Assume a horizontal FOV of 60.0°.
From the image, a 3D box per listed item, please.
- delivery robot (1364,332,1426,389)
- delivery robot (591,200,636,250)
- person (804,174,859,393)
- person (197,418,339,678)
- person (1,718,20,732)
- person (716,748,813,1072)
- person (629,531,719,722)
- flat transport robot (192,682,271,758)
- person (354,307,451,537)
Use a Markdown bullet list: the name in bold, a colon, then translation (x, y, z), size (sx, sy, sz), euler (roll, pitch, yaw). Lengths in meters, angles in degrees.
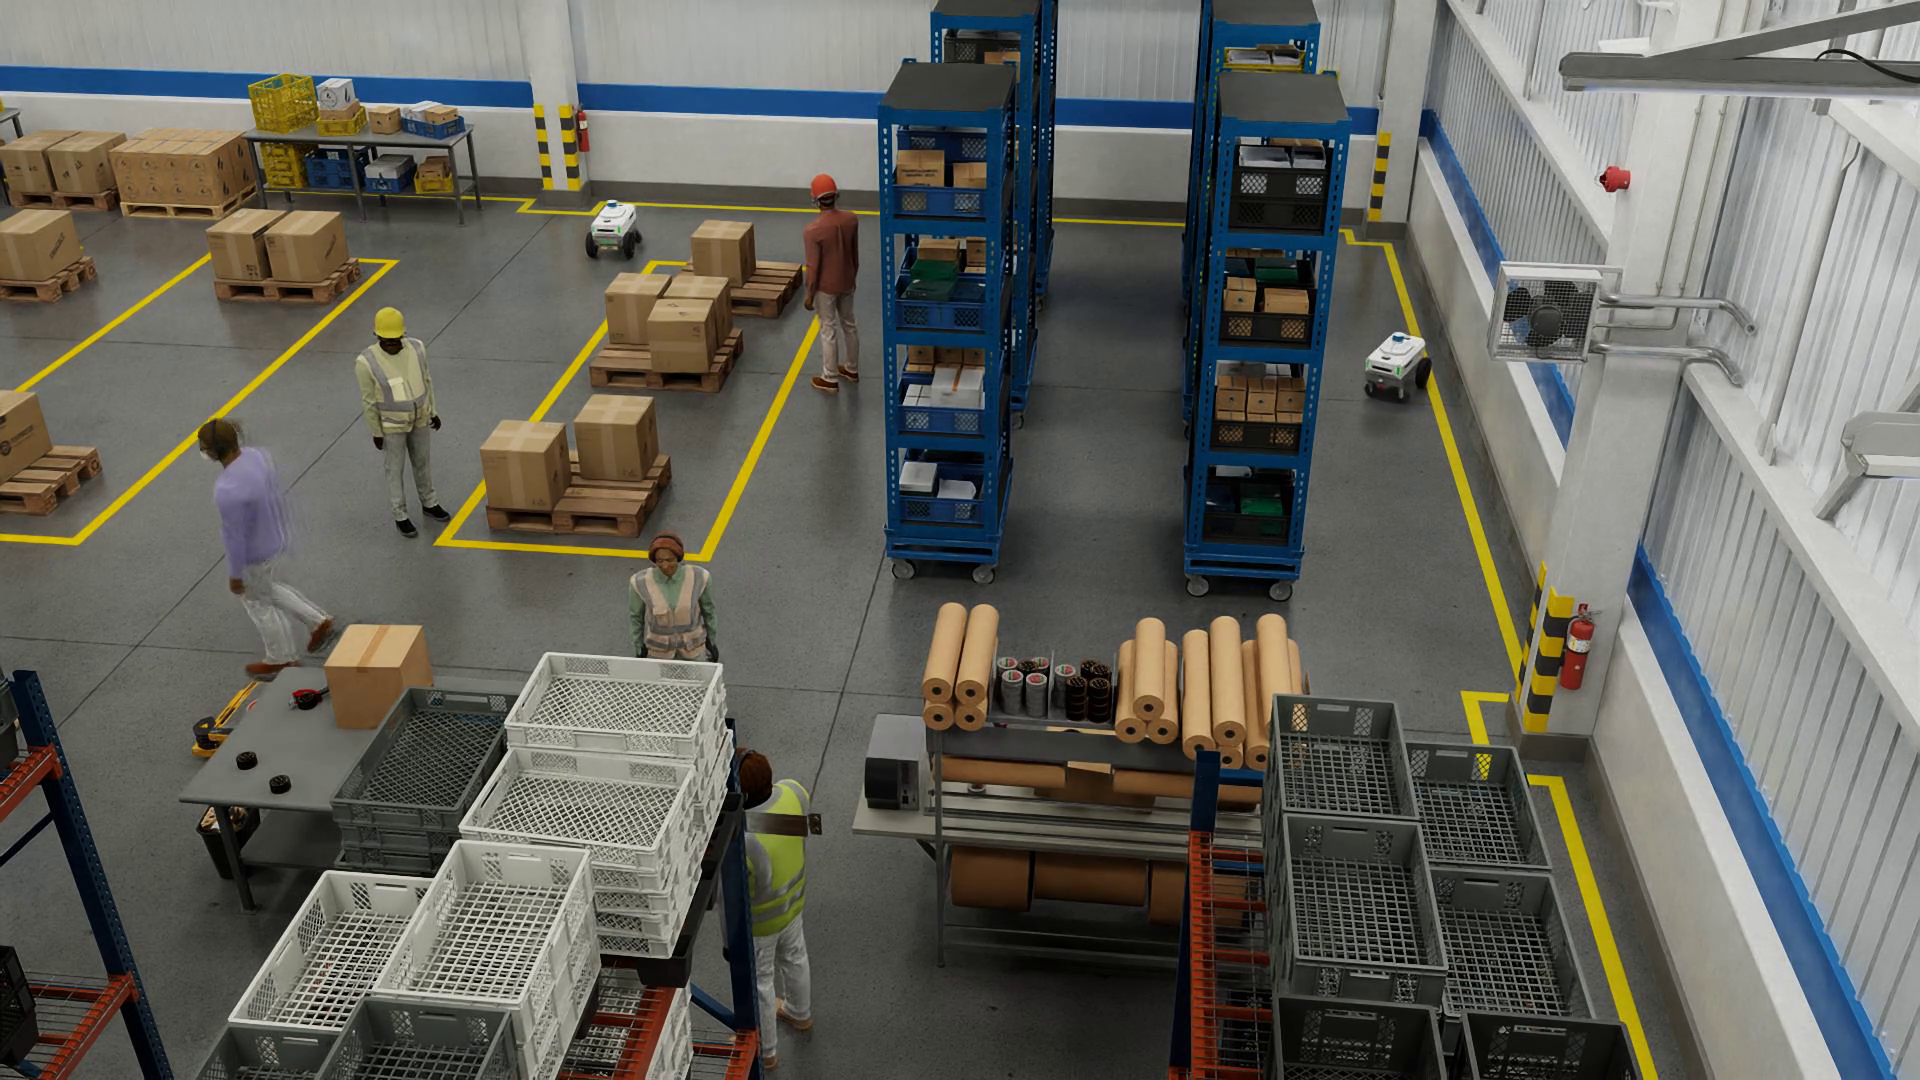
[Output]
- **delivery robot**: translation (3.955, -1.649, 15.109), size (0.477, 0.478, 0.707), euler (18, 35, 28)
- **delivery robot**: translation (-3.805, -3.493, 18.275), size (0.477, 0.478, 0.707), euler (2, 30, 3)
- **person**: translation (-1.156, -2.298, 14.898), size (0.391, 1.989, 0.610), euler (27, 39, 38)
- **person**: translation (-4.573, 0.060, 10.922), size (0.525, 1.915, 0.631), euler (-4, 30, -7)
- **person**: translation (-6.325, 0.531, 10.324), size (0.531, 1.697, 0.320), euler (0, 30, 1)
- **person**: translation (-0.965, 1.774, 8.062), size (0.429, 1.836, 0.632), euler (16, 34, 26)
- **person**: translation (-1.730, 0.666, 10.150), size (0.522, 1.638, 0.310), euler (-6, 31, -10)
- **flat transport robot**: translation (-4.089, 1.163, 10.648), size (1.431, 0.197, 0.652), euler (3, 30, 6)
- **person**: translation (-4.239, -0.925, 12.698), size (0.404, 1.828, 0.592), euler (24, 38, 35)
